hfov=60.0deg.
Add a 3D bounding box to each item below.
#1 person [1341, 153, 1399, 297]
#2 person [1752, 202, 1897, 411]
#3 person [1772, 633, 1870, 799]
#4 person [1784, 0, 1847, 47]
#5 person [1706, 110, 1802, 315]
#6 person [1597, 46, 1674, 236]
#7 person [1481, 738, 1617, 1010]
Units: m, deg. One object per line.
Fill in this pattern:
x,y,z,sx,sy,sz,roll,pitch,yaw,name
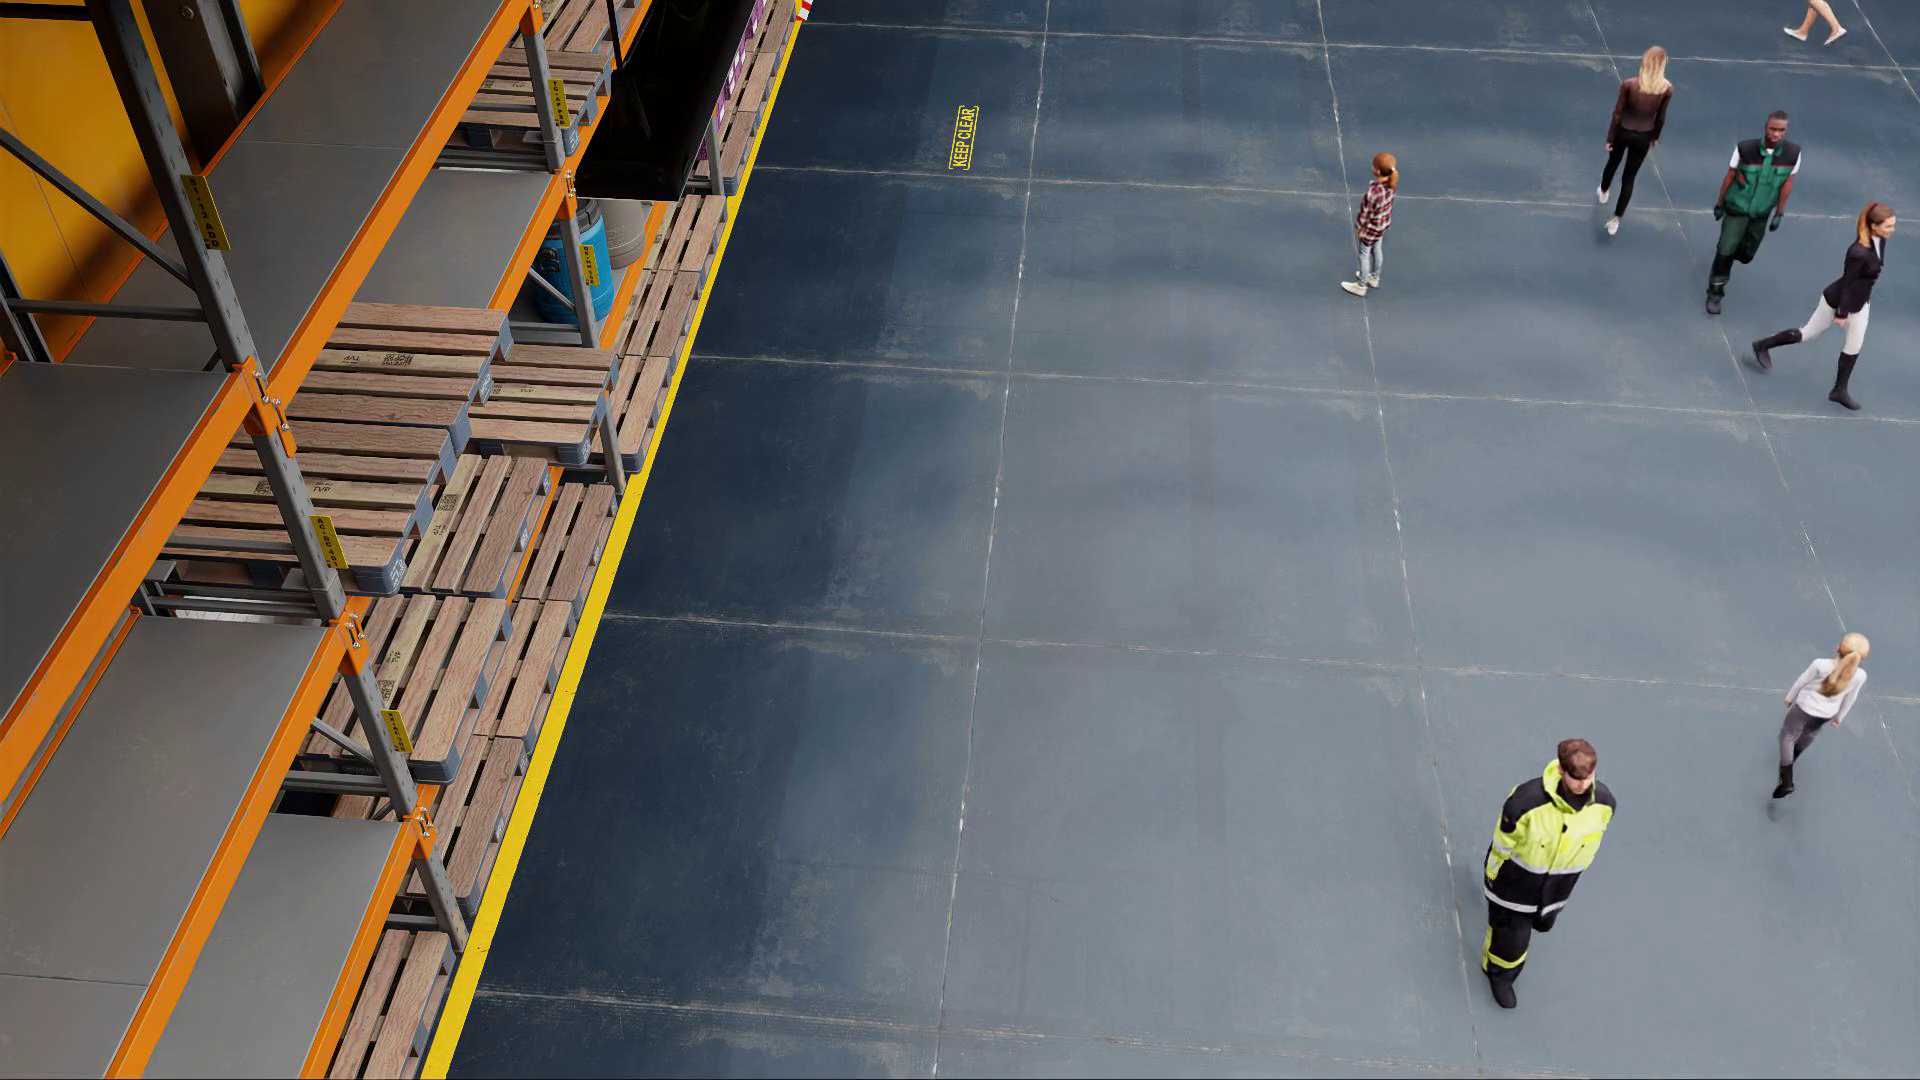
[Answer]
3.523,-2.687,14.121,0.593,1.304,0.661,-33,53,-30,person
6.793,-1.859,12.972,1.086,1.690,1.189,-27,50,-26,person
5.249,1.073,10.205,0.578,1.262,0.859,11,45,12,person
9.100,-5.909,17.219,0.892,1.696,0.972,-28,50,-26,person
6.553,-2.789,13.854,0.731,1.819,1.010,7,44,8,person
5.953,-3.496,14.713,0.760,1.659,1.165,10,44,10,person
3.112,1.699,9.037,0.886,1.965,1.084,-4,44,-4,person
